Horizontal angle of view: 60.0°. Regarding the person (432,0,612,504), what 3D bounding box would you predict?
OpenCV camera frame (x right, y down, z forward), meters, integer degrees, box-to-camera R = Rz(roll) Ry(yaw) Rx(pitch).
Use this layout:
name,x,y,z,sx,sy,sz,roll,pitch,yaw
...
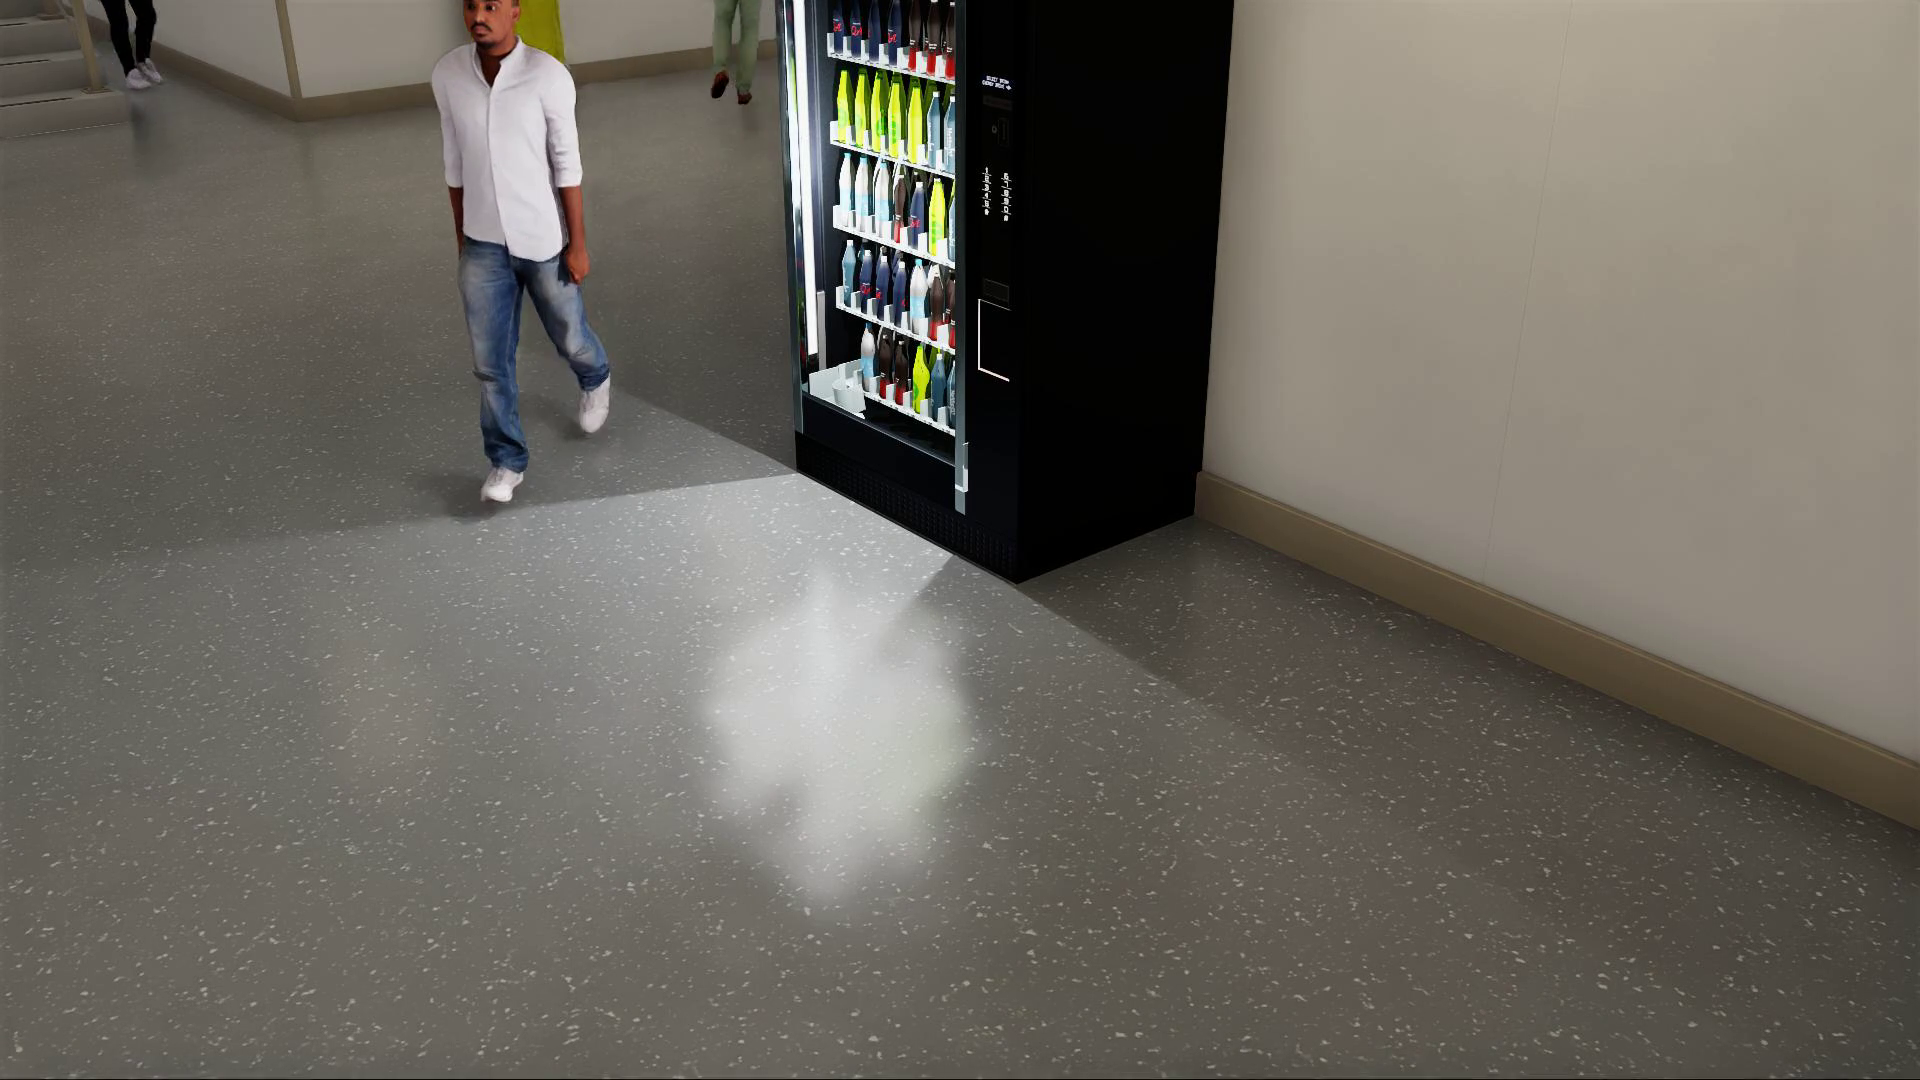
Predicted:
name,x,y,z,sx,sy,sz,roll,pitch,yaw
person,-1.488,-1.086,5.760,1.143,1.782,1.203,2,26,4

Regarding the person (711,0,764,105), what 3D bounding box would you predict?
name,x,y,z,sx,sy,sz,roll,pitch,yaw
person,-1.537,-3.986,11.703,0.847,1.845,0.905,-2,26,-5

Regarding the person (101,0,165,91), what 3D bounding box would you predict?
name,x,y,z,sx,sy,sz,roll,pitch,yaw
person,-6.311,-4.260,12.323,0.642,1.800,0.660,20,32,35
